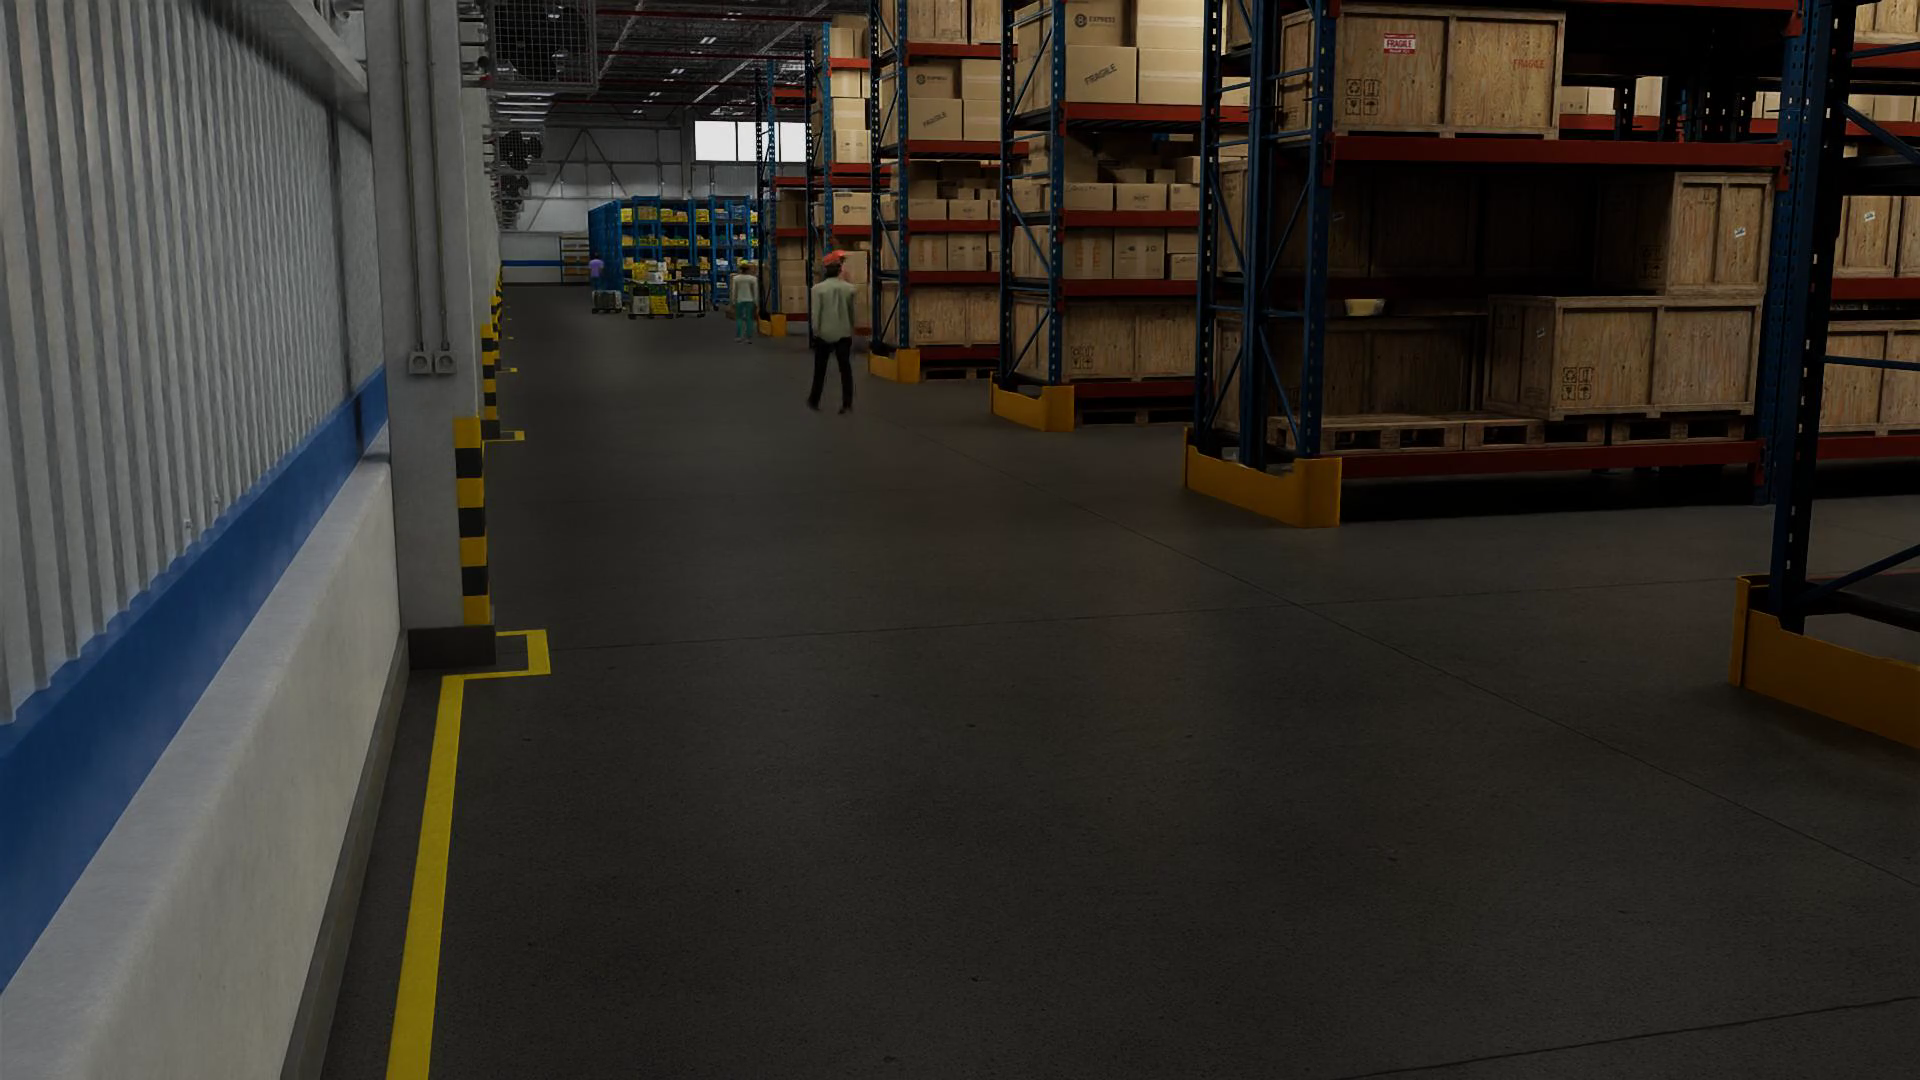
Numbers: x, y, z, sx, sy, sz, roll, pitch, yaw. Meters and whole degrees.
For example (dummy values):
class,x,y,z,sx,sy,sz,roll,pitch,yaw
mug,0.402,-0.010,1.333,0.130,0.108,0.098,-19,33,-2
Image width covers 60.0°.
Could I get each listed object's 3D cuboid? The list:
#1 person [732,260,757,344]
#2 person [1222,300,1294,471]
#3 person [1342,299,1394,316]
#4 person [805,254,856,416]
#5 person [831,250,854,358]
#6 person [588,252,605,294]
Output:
class,x,y,z,sx,sy,sz,roll,pitch,yaw
person,-4.542,-4.997,34.910,0.549,1.736,0.783,-3,11,-18
person,2.769,-1.395,14.891,0.847,1.594,0.531,-3,11,-19
person,4.530,-2.116,18.368,0.631,1.839,0.491,8,13,39
person,-1.548,-2.477,20.086,0.635,1.925,1.037,-5,11,-27
person,-2.191,-4.298,30.310,0.436,1.960,0.645,1,10,7
person,-12.947,-9.355,59.358,0.719,1.802,0.777,2,10,13
